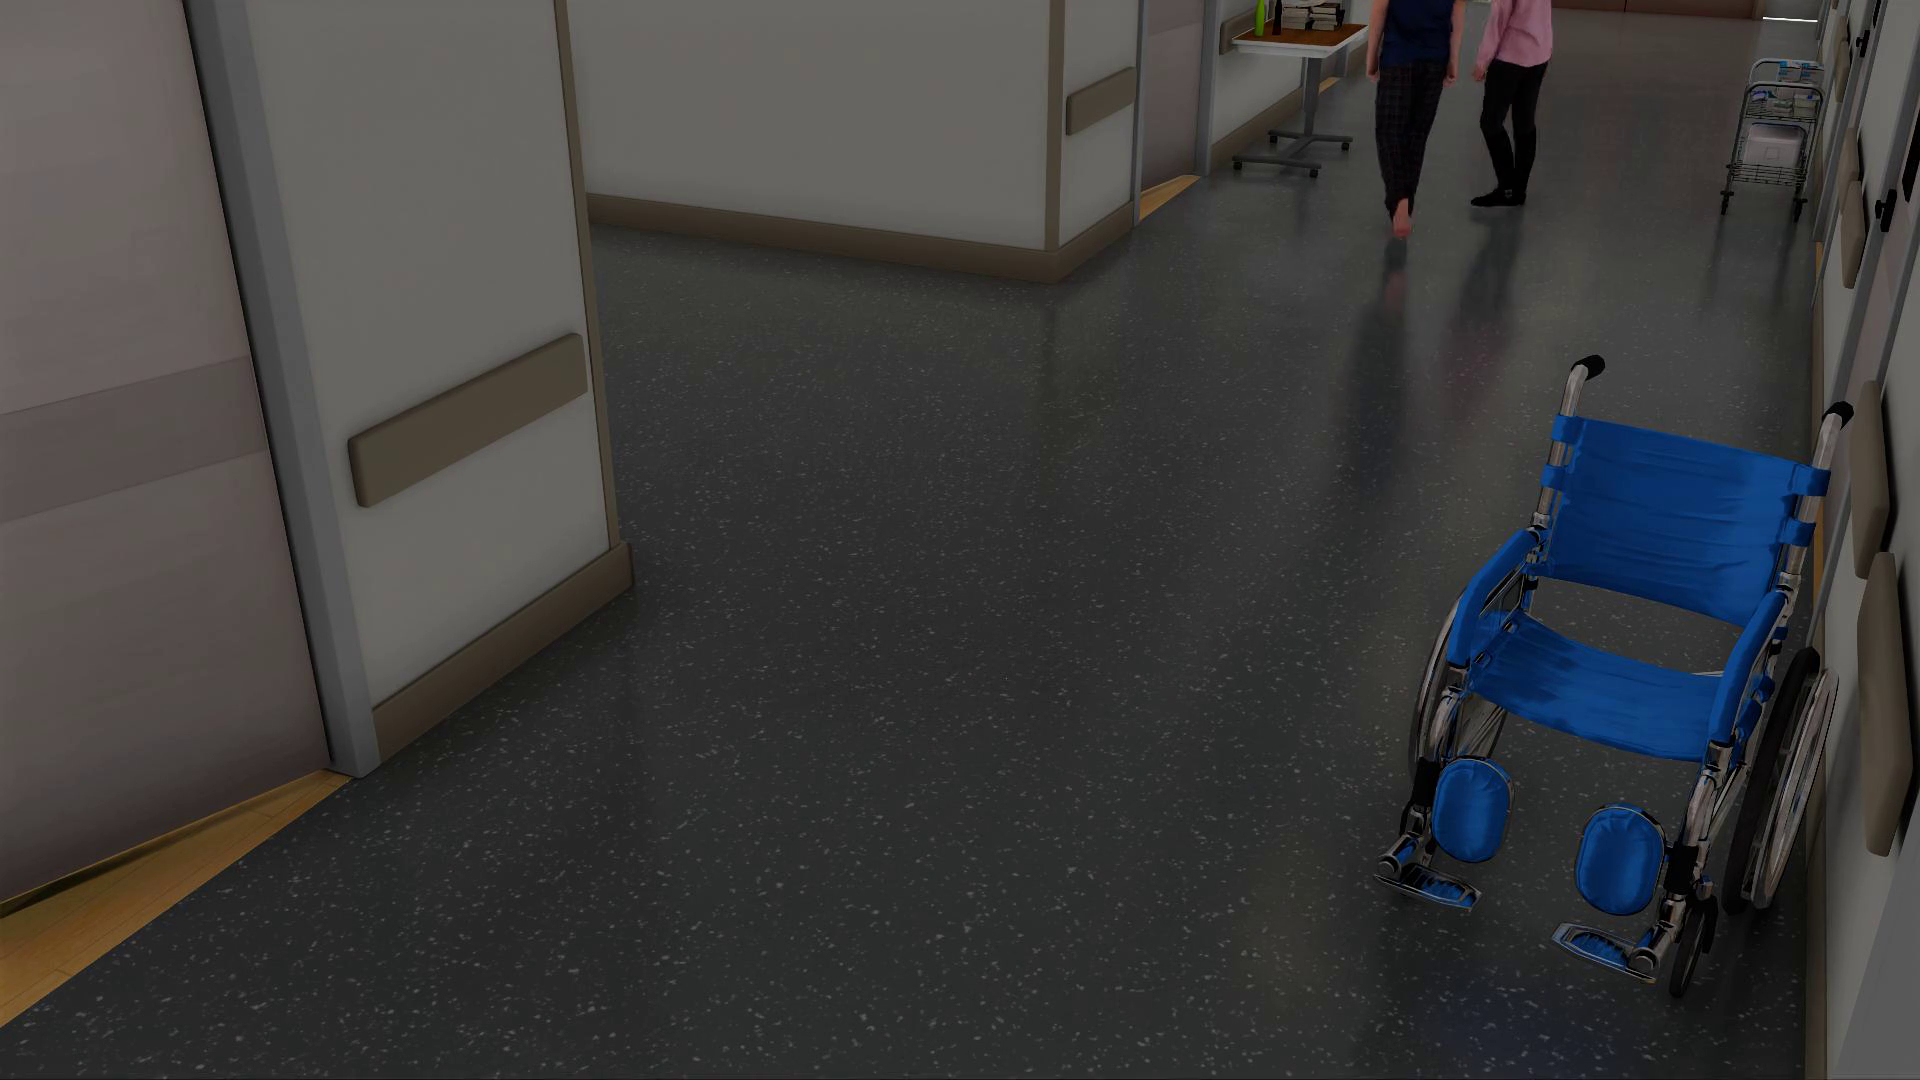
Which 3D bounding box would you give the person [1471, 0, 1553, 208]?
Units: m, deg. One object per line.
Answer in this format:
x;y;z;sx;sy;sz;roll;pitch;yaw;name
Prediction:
3.192;-2.732;9.454;0.698;1.661;0.857;-12;28;-22;person

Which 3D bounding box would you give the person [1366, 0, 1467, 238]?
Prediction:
2.398;-2.475;8.714;0.928;1.841;1.174;2;26;3;person
